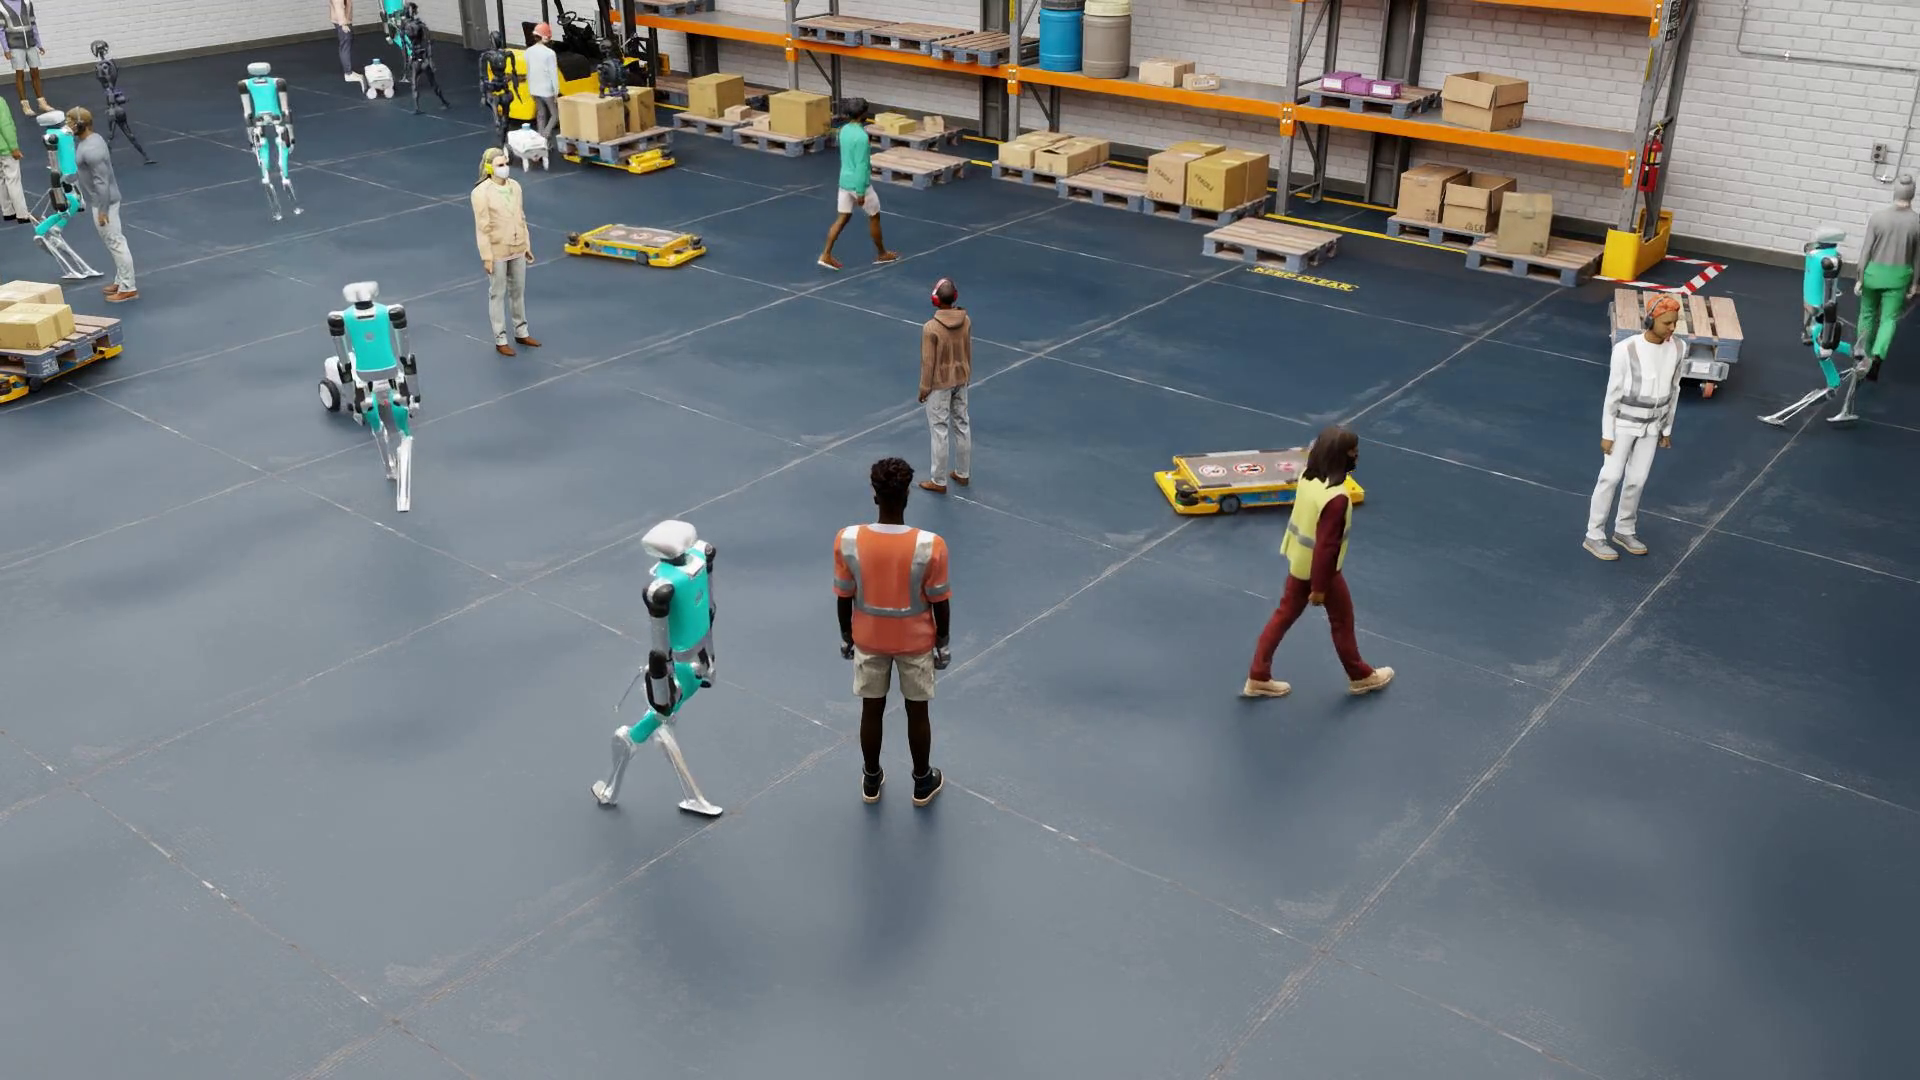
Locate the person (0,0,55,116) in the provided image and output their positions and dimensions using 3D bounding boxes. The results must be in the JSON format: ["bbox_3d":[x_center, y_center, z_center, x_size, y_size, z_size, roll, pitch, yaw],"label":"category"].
[{"bbox_3d":[-14.014,-7.400,24.855,0.362,2.048,0.610,16,30,30],"label":"person"}]

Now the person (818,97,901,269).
[{"bbox_3d":[-1.113,-3.775,17.621,0.980,1.803,0.508,-17,31,-32],"label":"person"}]

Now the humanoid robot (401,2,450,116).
[{"bbox_3d":[-8.082,-7.244,25.030,0.603,1.643,0.793,12,28,23],"label":"humanoid robot"}]

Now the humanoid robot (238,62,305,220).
[{"bbox_3d":[-8.086,-4.629,19.500,0.531,1.800,0.758,-7,27,-14],"label":"humanoid robot"}]

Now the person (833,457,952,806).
[{"bbox_3d":[-0.336,0.493,8.601,0.609,1.964,0.363,4,26,8],"label":"person"}]

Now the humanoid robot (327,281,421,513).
[{"bbox_3d":[-4.248,-1.119,12.245,0.548,1.797,0.909,-7,27,-15],"label":"humanoid robot"}]

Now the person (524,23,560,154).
[{"bbox_3d":[-5.653,-6.087,22.493,0.575,1.731,0.521,13,29,25],"label":"person"}]

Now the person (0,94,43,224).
[{"bbox_3d":[-11.116,-4.569,19.294,0.538,1.784,0.383,15,29,28],"label":"person"}]

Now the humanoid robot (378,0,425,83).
[{"bbox_3d":[-8.909,-8.192,26.699,0.735,1.673,0.533,19,32,34],"label":"humanoid robot"}]

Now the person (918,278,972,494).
[{"bbox_3d":[-0.092,-1.137,12.332,0.457,1.651,0.338,-20,32,-35],"label":"person"}]

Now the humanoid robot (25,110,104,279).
[{"bbox_3d":[-9.349,-3.512,17.099,0.677,1.753,0.546,-2,26,-4],"label":"humanoid robot"}]

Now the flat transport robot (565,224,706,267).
[{"bbox_3d":[-3.574,-3.244,18.290,1.431,0.231,0.659,12,28,23],"label":"flat transport robot"}]

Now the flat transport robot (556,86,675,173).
[{"bbox_3d":[-4.560,-5.128,22.191,1.431,0.231,0.659,16,30,30],"label":"flat transport robot"}]

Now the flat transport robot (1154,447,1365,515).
[{"bbox_3d":[2.241,-0.446,12.495,1.431,0.231,0.659,-4,26,-9],"label":"flat transport robot"}]

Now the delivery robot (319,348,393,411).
[{"bbox_3d":[-5.034,-1.331,14.013,0.799,0.608,0.499,22,33,38],"label":"delivery robot"}]

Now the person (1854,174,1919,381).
[{"bbox_3d":[8.128,-2.304,14.564,0.517,1.817,0.796,13,29,25],"label":"person"}]

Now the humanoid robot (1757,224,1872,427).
[{"bbox_3d":[7.087,-1.653,13.352,1.039,1.748,0.537,3,26,6],"label":"humanoid robot"}]

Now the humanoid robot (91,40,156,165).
[{"bbox_3d":[-11.151,-5.715,21.843,0.778,1.627,0.598,-14,29,-26],"label":"humanoid robot"}]

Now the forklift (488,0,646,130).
[{"bbox_3d":[-5.874,-7.334,24.552,1.214,2.155,2.313,19,32,34],"label":"forklift"}]

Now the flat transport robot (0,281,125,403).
[{"bbox_3d":[-8.249,-1.562,14.806,0.659,0.231,1.431,7,27,15],"label":"flat transport robot"}]

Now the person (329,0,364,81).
[{"bbox_3d":[-10.171,-8.533,27.409,0.416,1.863,0.803,-8,27,-15],"label":"person"}]

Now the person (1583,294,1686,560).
[{"bbox_3d":[4.605,-0.764,11.312,0.566,1.878,0.354,-7,27,-14],"label":"person"}]

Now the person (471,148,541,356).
[{"bbox_3d":[-4.170,-2.643,15.200,0.409,1.877,0.552,17,31,31],"label":"person"}]

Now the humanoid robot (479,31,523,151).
[{"bbox_3d":[-6.257,-6.086,22.588,0.596,1.626,0.691,-21,33,-37],"label":"humanoid robot"}]

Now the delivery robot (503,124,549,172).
[{"bbox_3d":[-5.723,-5.219,22.021,0.499,0.569,0.749,-14,29,-27],"label":"delivery robot"}]

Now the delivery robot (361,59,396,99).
[{"bbox_3d":[-9.237,-7.342,26.435,0.503,0.585,0.757,-12,28,-23],"label":"delivery robot"}]

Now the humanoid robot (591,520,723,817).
[{"bbox_3d":[-1.649,0.705,8.503,0.868,1.843,0.576,9,27,18],"label":"humanoid robot"}]

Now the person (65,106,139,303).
[{"bbox_3d":[-8.545,-3.337,16.564,0.379,1.940,0.628,-12,28,-23],"label":"person"}]

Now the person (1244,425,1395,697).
[{"bbox_3d":[2.111,0.138,9.614,0.924,1.717,0.490,-5,26,-10],"label":"person"}]

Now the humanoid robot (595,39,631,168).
[{"bbox_3d":[-4.506,-5.715,21.813,0.563,1.650,0.585,12,28,23],"label":"humanoid robot"}]
